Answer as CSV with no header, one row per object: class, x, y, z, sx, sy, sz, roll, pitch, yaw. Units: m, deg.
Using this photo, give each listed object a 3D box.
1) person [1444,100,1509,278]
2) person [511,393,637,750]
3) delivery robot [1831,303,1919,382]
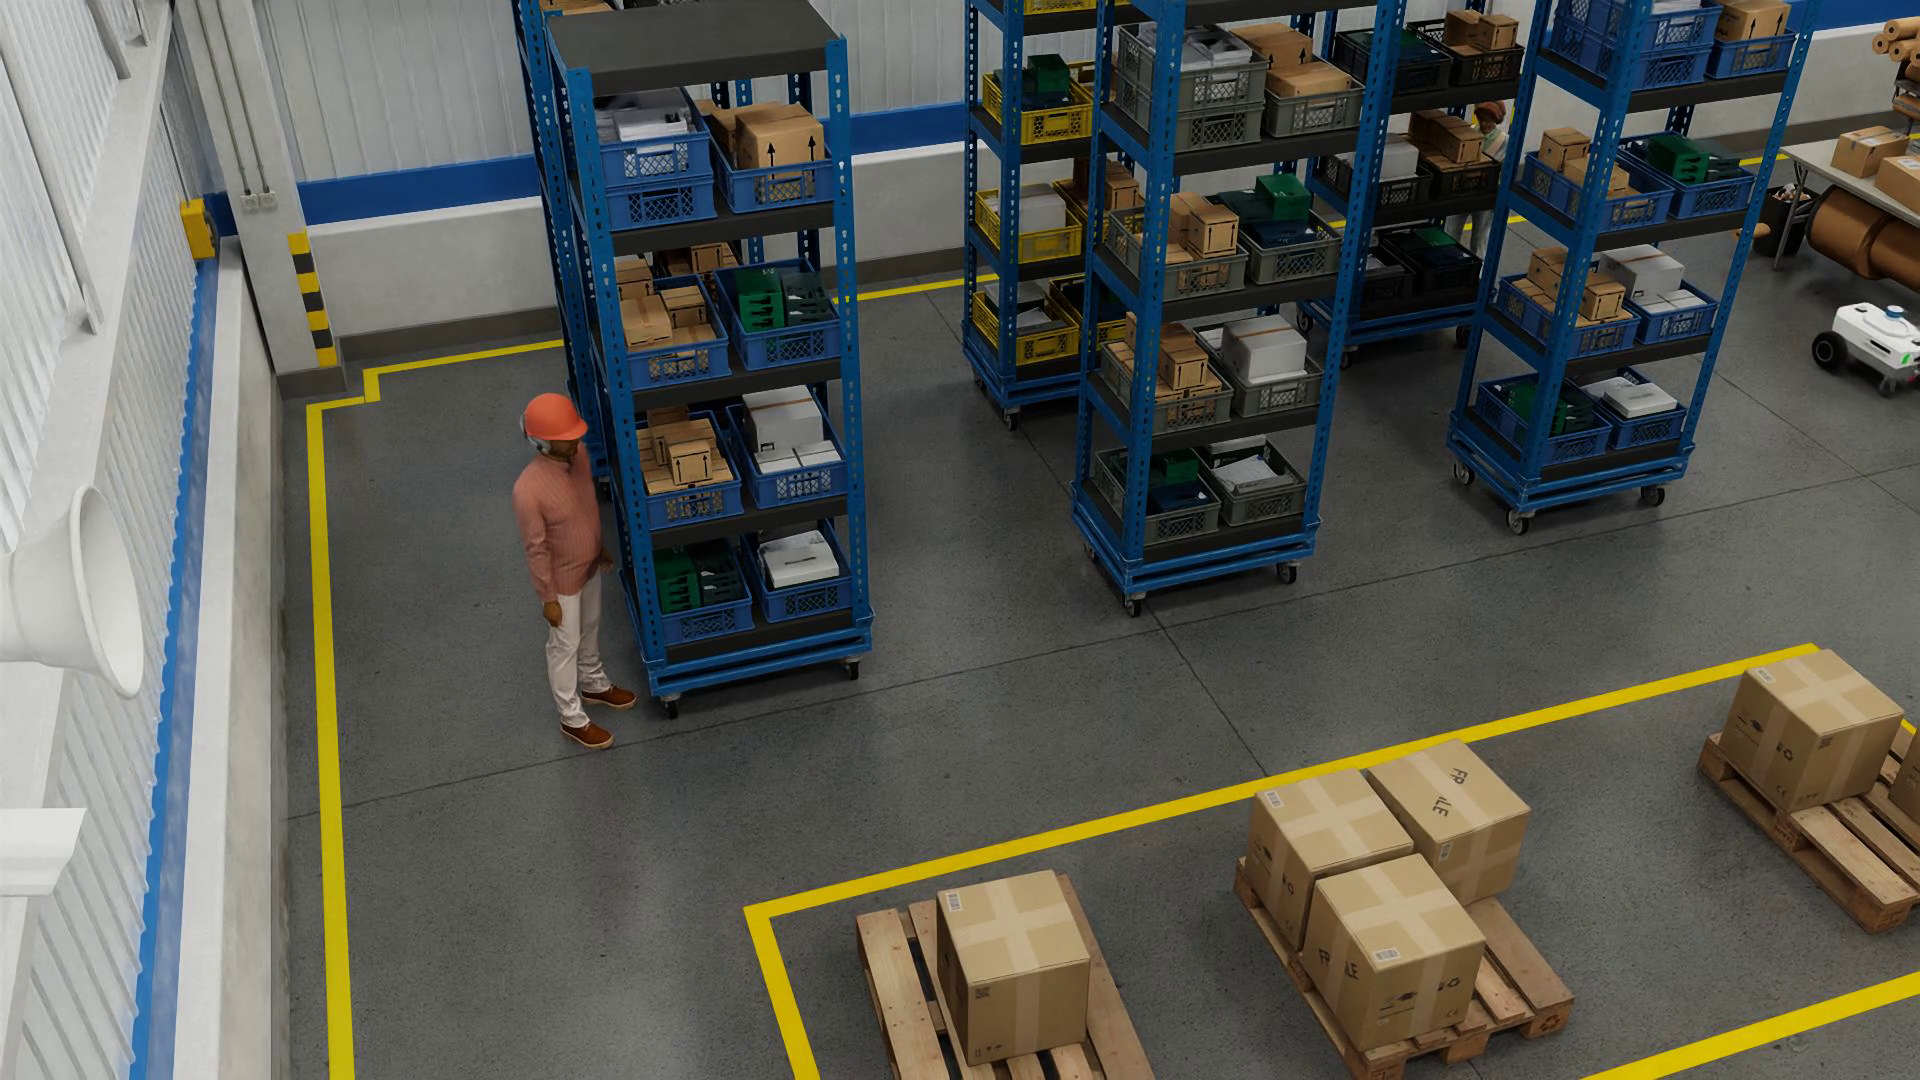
person,3.831,-2.523,12.430,0.513,1.638,0.309,22,41,28
person,-1.941,0.141,8.346,0.378,1.996,0.611,9,36,13
delivery robot,6.516,-1.416,11.716,0.477,0.478,0.707,-12,37,-16
